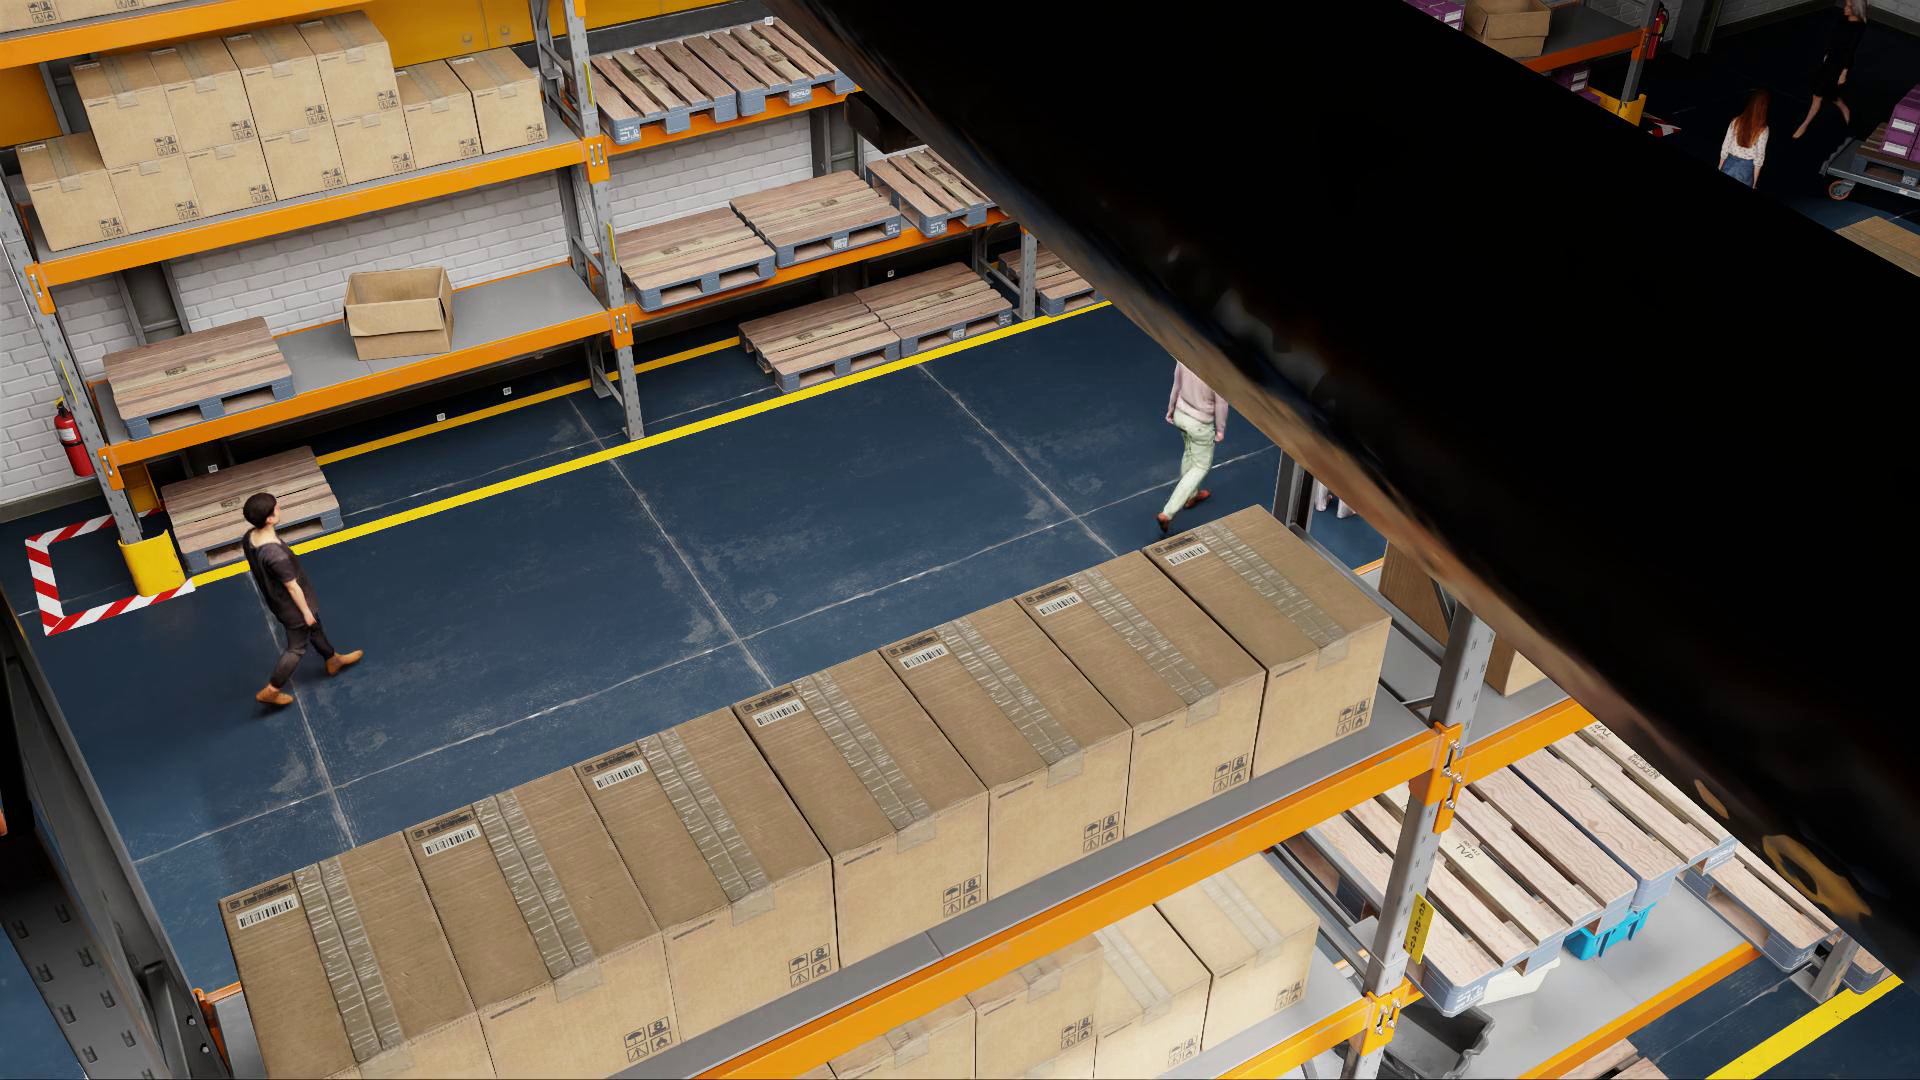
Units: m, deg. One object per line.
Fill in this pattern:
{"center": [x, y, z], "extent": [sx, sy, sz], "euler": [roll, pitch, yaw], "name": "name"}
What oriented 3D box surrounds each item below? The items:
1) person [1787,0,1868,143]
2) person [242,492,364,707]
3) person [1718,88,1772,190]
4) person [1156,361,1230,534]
{"center": [9.824, -5.232, 18.515], "extent": [1.082, 1.721, 0.878], "euler": [-3, 39, -3], "name": "person"}
{"center": [-4.685, 0.436, 11.440], "extent": [1.102, 1.693, 0.764], "euler": [-29, 47, -31], "name": "person"}
{"center": [7.735, -3.654, 16.536], "extent": [0.574, 1.725, 0.620], "euler": [-30, 48, -32], "name": "person"}
{"center": [1.797, -0.886, 12.968], "extent": [1.121, 1.852, 0.811], "euler": [-31, 48, -33], "name": "person"}
